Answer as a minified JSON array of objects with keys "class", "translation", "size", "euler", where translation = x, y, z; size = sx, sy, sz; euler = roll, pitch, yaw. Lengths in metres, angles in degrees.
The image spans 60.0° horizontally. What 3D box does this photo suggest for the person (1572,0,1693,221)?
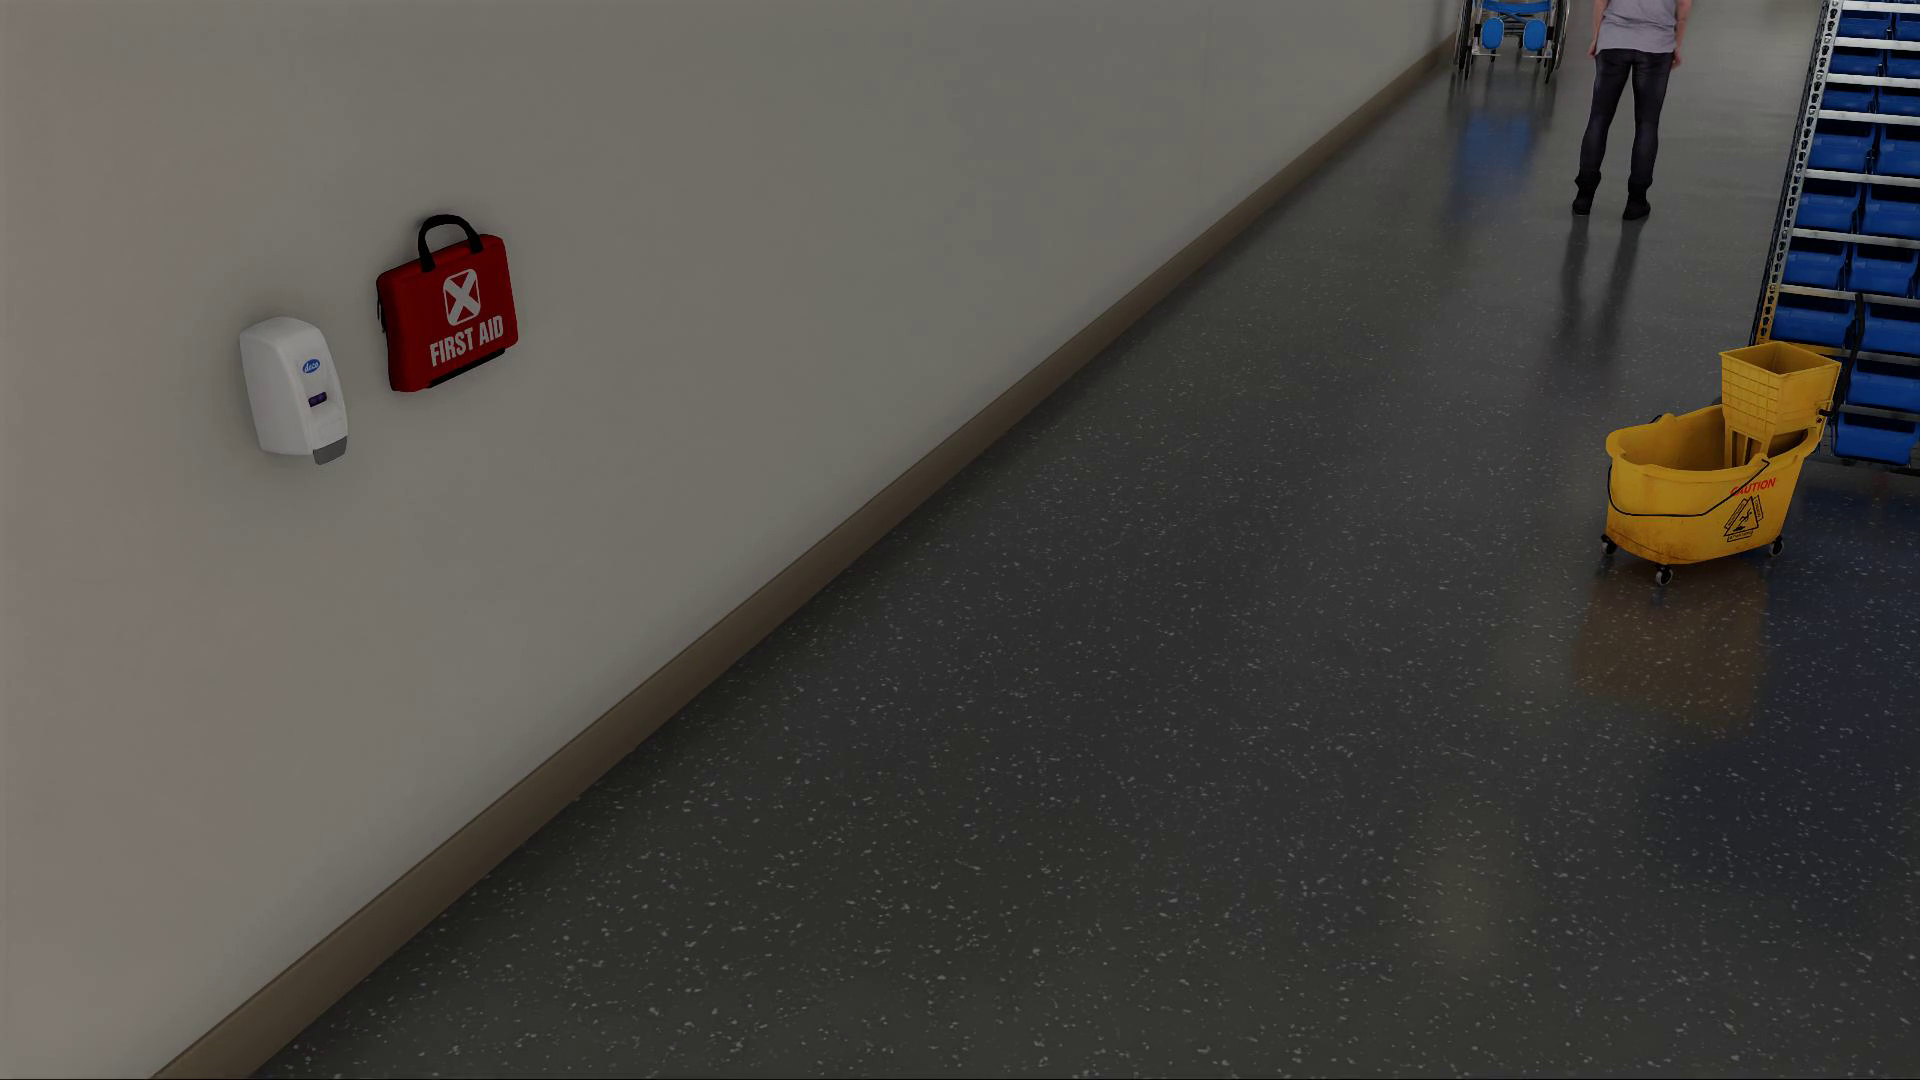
[{"class":"person","translation":[3.715,-2.707,9.163],"size":[0.511,1.833,0.708],"euler":[12,28,24]}]
